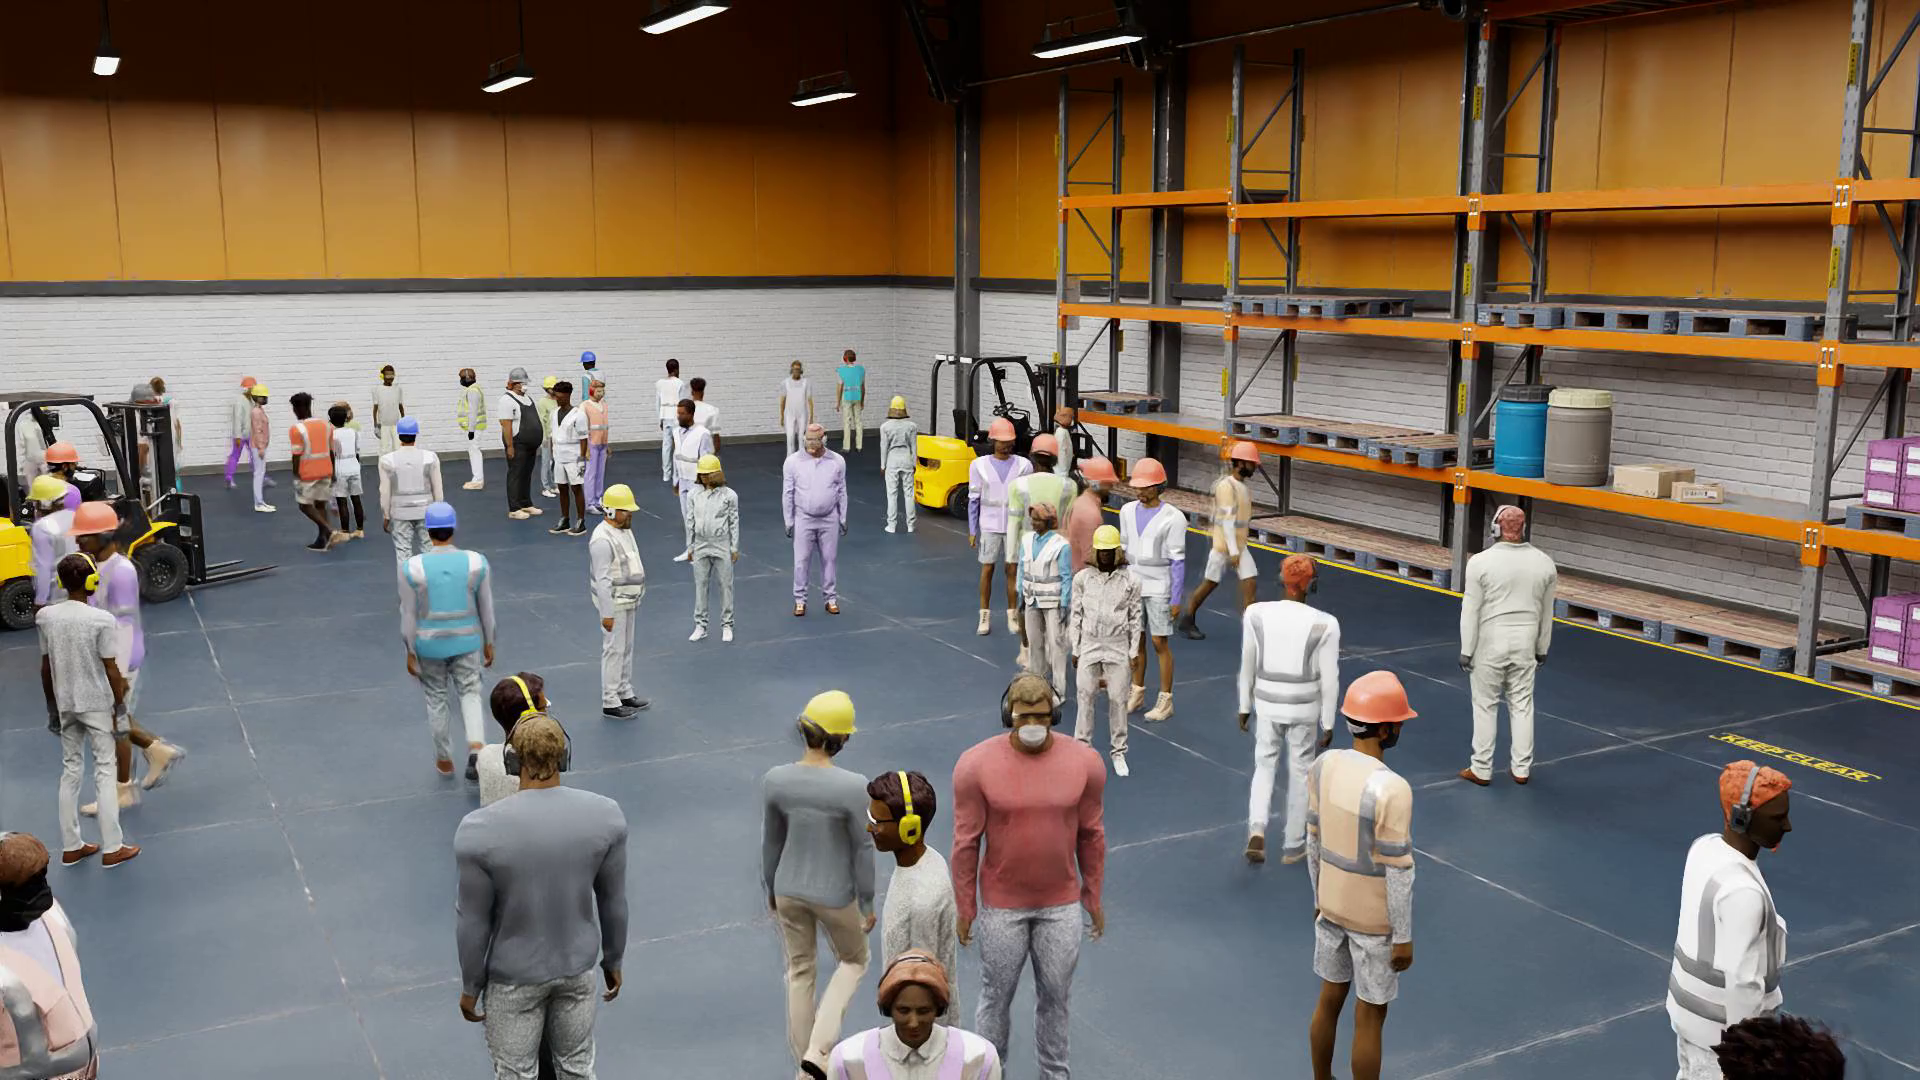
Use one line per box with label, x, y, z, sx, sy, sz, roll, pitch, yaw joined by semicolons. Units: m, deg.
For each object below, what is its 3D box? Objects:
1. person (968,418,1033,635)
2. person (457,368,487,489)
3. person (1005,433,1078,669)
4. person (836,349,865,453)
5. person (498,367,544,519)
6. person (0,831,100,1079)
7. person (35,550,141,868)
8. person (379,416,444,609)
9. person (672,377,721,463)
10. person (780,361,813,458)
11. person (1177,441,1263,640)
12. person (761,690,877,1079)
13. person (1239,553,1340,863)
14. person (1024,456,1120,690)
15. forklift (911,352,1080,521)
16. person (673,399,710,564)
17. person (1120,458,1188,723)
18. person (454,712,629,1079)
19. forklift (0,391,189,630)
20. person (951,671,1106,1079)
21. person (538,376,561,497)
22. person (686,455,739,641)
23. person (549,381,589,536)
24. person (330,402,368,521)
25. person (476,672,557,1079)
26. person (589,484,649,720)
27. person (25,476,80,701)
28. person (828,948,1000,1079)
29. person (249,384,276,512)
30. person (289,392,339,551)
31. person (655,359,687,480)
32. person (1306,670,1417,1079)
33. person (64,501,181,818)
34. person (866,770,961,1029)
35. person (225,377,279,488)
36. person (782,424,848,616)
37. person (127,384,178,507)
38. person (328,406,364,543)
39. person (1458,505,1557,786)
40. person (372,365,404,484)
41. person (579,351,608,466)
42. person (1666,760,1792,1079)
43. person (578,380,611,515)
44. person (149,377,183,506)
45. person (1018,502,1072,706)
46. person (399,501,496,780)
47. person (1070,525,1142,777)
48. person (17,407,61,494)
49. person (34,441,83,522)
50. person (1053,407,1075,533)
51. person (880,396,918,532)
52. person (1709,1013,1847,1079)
person;0.388;-0.119;15.540;0.616;2.041;0.380;-1;10;-5
person;-7.392;-1.690;25.210;0.429;1.830;0.640;-3;10;-15
person;0.705;0.094;14.336;0.619;2.039;0.397;-1;10;-7
person;-1.940;-2.464;29.604;0.566;1.847;0.390;-6;12;-31
person;-5.886;-1.316;22.439;0.538;2.000;0.689;2;10;12
person;-2.919;1.785;5.195;0.431;1.833;0.628;-1;10;-5
person;-5.097;0.988;9.702;0.511;1.862;0.324;2;10;9
person;-5.468;-0.260;16.625;0.602;1.949;0.393;-3;10;-18
person;-3.436;-1.150;21.718;0.654;1.956;0.518;-1;10;-8
person;-2.656;-1.990;27.004;0.538;1.799;0.938;-1;10;-4
person;2.442;0.033;15.151;1.017;1.887;0.551;8;13;39
person;-0.597;1.496;7.077;0.544;1.742;0.386;4;11;22
person;1.884;1.000;9.614;0.593;1.866;0.601;5;11;25
person;0.937;0.288;13.443;0.771;1.967;0.620;1;10;4
forklift;0.460;-1.461;22.833;2.313;2.155;1.214;-5;11;-28
person;-3.072;-0.677;19.142;0.592;1.911;0.384;9;14;43
person;1.433;0.380;12.709;0.404;2.035;0.611;-9;13;-43
person;-1.525;1.580;6.113;0.632;1.928;0.392;-6;12;-31
forklift;-9.026;-0.363;16.508;1.214;2.155;2.313;6;11;29
person;0.278;1.463;6.735;0.635;1.937;0.353;-1;10;-8
person;-5.972;-1.516;24.384;0.312;1.768;0.522;4;11;20
person;-2.277;0.075;15.289;0.492;1.740;0.319;1;10;5
person;-4.973;-1.040;21.062;0.613;1.964;0.361;6;12;32
person;-8.260;-1.065;22.286;0.515;1.591;0.846;-9;13;-43
person;-1.785;1.466;6.916;0.513;1.872;0.328;9;13;42
person;-2.626;0.471;12.797;0.403;1.819;0.601;1;10;6
person;-7.190;0.388;13.317;0.404;1.820;0.667;1;10;6
person;-0.129;1.953;4.811;0.513;1.630;0.318;0;10;-3
person;-9.636;-1.268;22.959;0.328;1.765;0.527;-4;11;-20
person;-7.615;-0.793;19.707;0.586;1.943;0.653;6;11;30
person;-4.484;-1.870;25.980;0.589;1.920;0.392;5;11;29
person;1.624;1.473;6.678;0.373;1.939;0.545;-5;11;-26
person;-5.370;0.745;10.620;0.554;2.024;0.618;-9;14;-43
person;-0.162;1.684;5.693;0.327;1.862;0.511;-1;10;-5
person;-10.857;-1.624;25.243;0.760;1.694;0.585;1;10;7
person;-1.417;-0.199;16.402;0.655;1.903;0.407;-3;10;-15
person;-9.740;-0.874;19.897;0.754;2.000;0.707;-1;10;-5
person;-7.602;-0.809;20.522;0.322;1.691;0.535;5;11;26
person;3.660;0.709;11.211;0.641;1.898;0.399;-2;10;-10
person;-8.740;-1.754;25.492;0.510;1.862;0.327;-9;13;-41
person;-6.103;-2.169;27.654;0.416;1.939;0.604;3;10;19
person;2.613;1.672;5.690;0.361;1.884;0.574;2;10;11
person;-4.990;-1.269;22.747;0.390;1.840;0.565;4;10;20
person;-11.187;-1.365;23.317;0.505;1.840;0.342;-6;11;-30
person;0.662;0.507;13.104;0.310;1.636;0.522;-10;14;-44
person;-3.426;0.699;11.177;0.614;1.926;0.698;-5;11;-25
person;0.993;0.756;11.367;0.484;1.744;0.294;1;10;5
person;-11.826;-1.004;21.466;0.523;1.746;0.615;-1;10;-3
person;-7.812;0.101;14.578;0.553;1.935;0.364;5;11;27
person;1.312;-0.869;21.040;0.284;1.633;0.498;0;10;2
person;-0.784;-0.967;21.283;0.484;1.745;0.297;-2;10;-12
person;1.823;1.985;3.696;0.529;1.947;0.615;3;10;16
